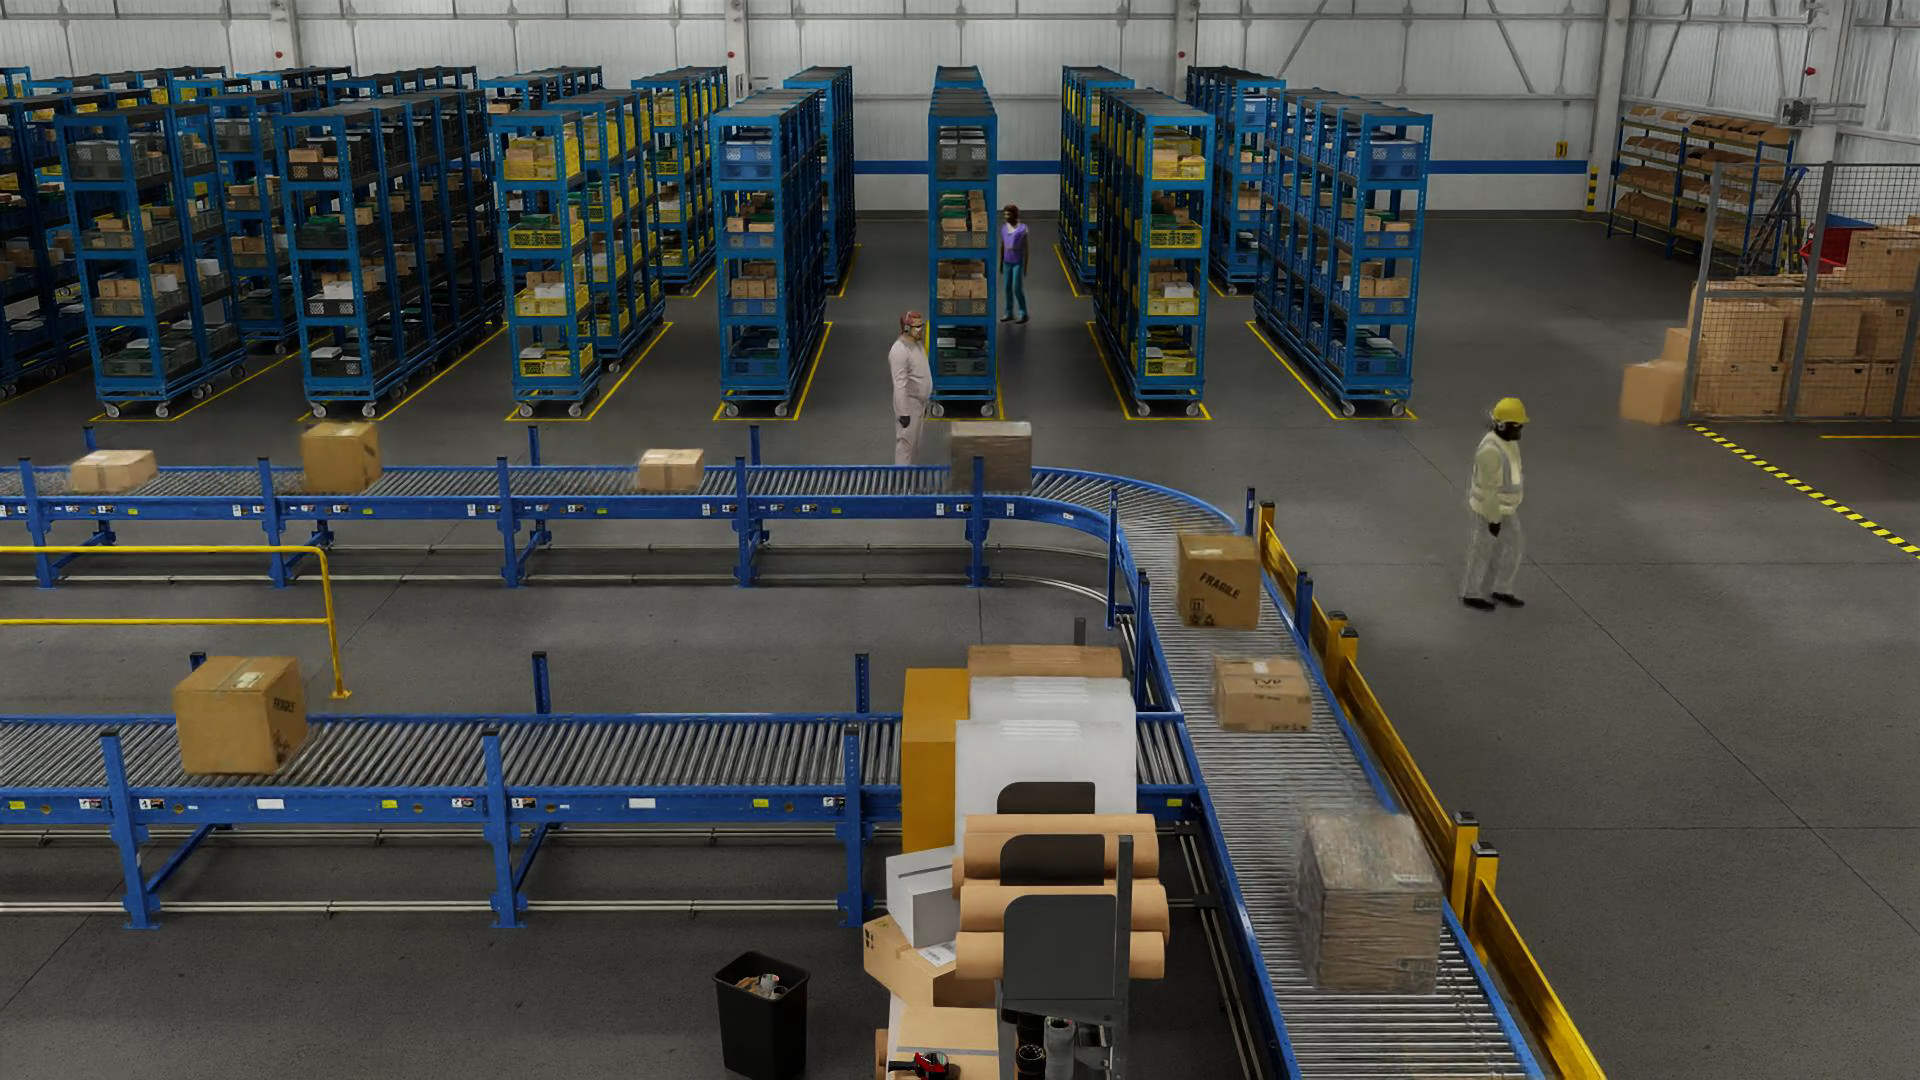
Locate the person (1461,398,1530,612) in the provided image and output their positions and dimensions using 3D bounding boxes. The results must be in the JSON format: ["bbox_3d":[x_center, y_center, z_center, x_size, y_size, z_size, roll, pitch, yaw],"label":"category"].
[{"bbox_3d":[4.444,-0.264,13.517,0.618,1.809,0.616,12,22,33],"label":"person"}]

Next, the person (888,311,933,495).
[{"bbox_3d":[-0.476,-1.348,16.709,0.410,1.909,0.643,4,19,13],"label":"person"}]

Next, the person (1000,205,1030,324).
[{"bbox_3d":[0.858,-4.307,25.951,0.397,1.830,0.573,-16,24,-41],"label":"person"}]
